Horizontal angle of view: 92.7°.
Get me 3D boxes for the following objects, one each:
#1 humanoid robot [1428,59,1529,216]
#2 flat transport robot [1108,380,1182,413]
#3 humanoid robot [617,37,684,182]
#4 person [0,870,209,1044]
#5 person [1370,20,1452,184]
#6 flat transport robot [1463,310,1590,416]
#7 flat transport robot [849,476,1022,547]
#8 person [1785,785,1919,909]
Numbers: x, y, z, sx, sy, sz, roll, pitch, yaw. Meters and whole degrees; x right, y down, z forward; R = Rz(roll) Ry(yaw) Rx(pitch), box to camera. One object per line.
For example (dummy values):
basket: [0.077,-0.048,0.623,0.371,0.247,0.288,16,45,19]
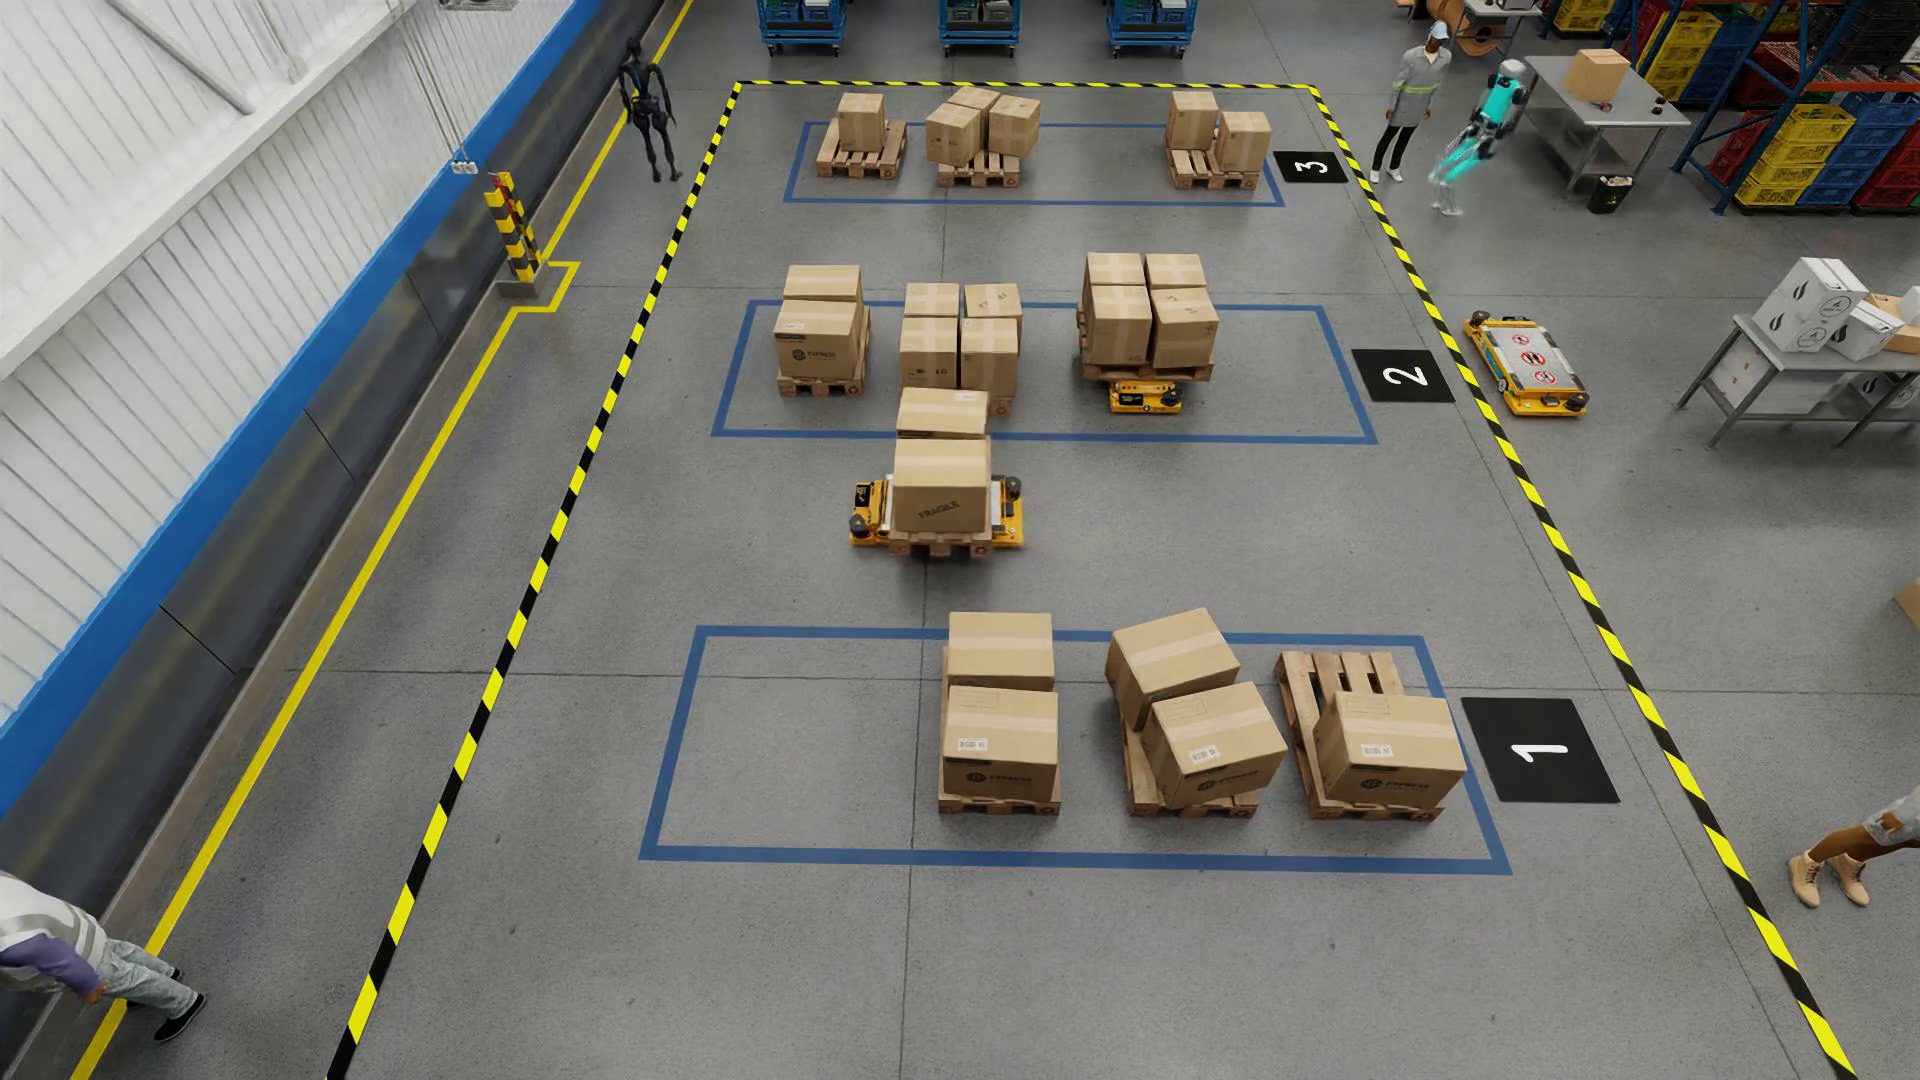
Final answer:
humanoid robot: [5.728,-4.499,10.367,0.735,1.677,0.533,-12,50,-10]
flat transport robot: [1.773,-1.807,9.079,0.652,0.197,1.431,1,49,1]
humanoid robot: [-3.769,-5.184,11.079,0.599,1.657,0.315,0,49,0]
person: [-4.579,2.123,4.666,0.588,1.824,0.403,29,55,23]
person: [5.419,-5.225,11.009,0.589,1.852,0.368,-4,49,-4]
flat transport robot: [5.573,-1.757,9.054,0.659,0.231,1.431,1,49,1]
flat transport robot: [-0.195,-0.258,7.738,1.431,0.197,0.652,1,49,1]
person: [5.487,1.516,5.050,0.605,2.041,0.382,1,49,1]
